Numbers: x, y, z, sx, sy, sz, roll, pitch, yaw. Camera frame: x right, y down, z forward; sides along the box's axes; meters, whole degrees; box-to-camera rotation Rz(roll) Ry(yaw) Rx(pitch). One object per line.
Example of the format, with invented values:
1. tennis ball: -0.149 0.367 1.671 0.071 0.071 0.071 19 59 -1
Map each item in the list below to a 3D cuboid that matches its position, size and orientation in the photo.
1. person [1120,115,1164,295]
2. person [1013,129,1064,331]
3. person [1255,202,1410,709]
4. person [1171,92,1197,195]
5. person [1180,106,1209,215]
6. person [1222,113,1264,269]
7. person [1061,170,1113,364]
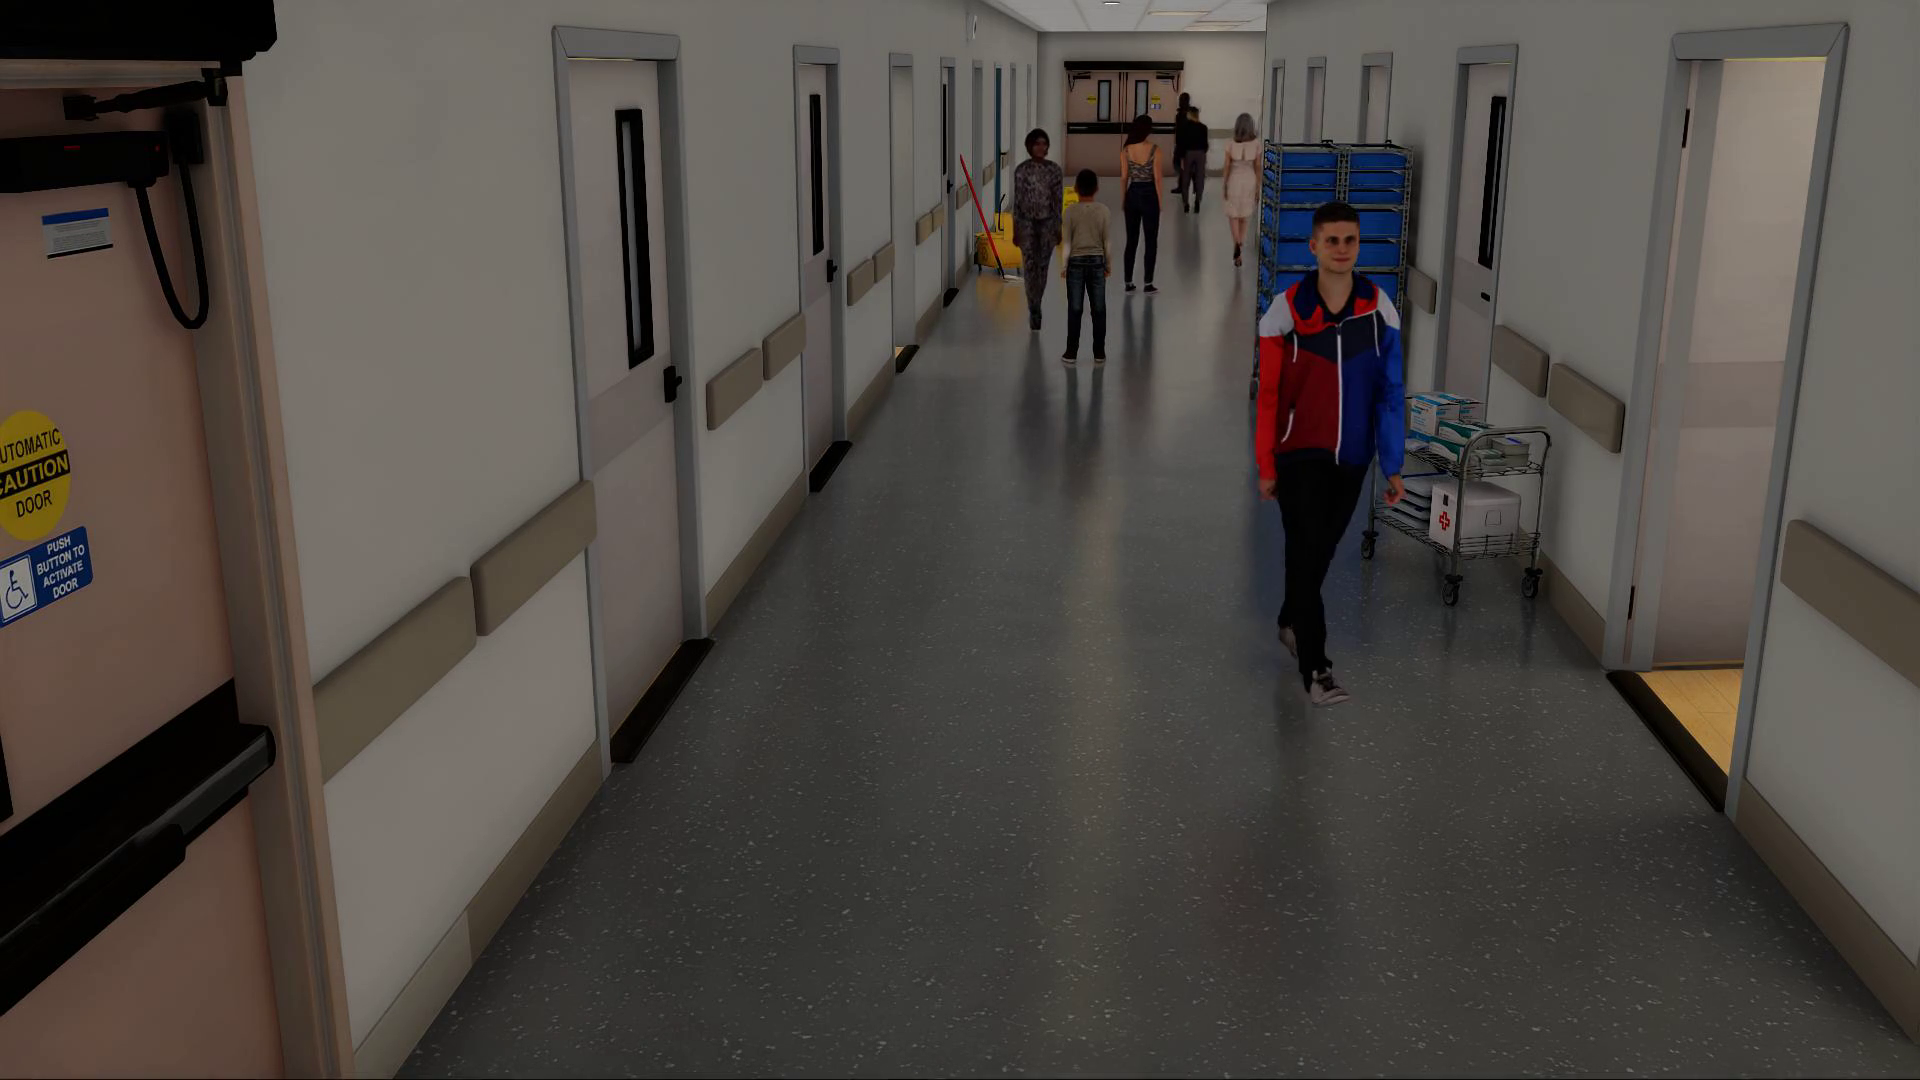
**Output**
1. person: 1.829 -3.383 16.777 0.675 1.767 0.665 8 18 27
2. person: 0.670 -2.666 14.407 0.692 1.672 1.191 -1 16 -3
3. person: 1.277 -0.300 5.959 0.826 1.704 1.230 -2 16 -7
4. person: 4.142 -7.141 30.046 1.065 1.799 1.057 13 20 38
5. person: 3.628 -5.822 25.665 0.616 1.637 0.986 2 16 6
6. person: 3.192 -3.926 18.787 0.586 1.722 0.813 1 16 5
7. person: 0.967 -2.095 12.765 0.578 1.465 0.556 -1 16 -5
